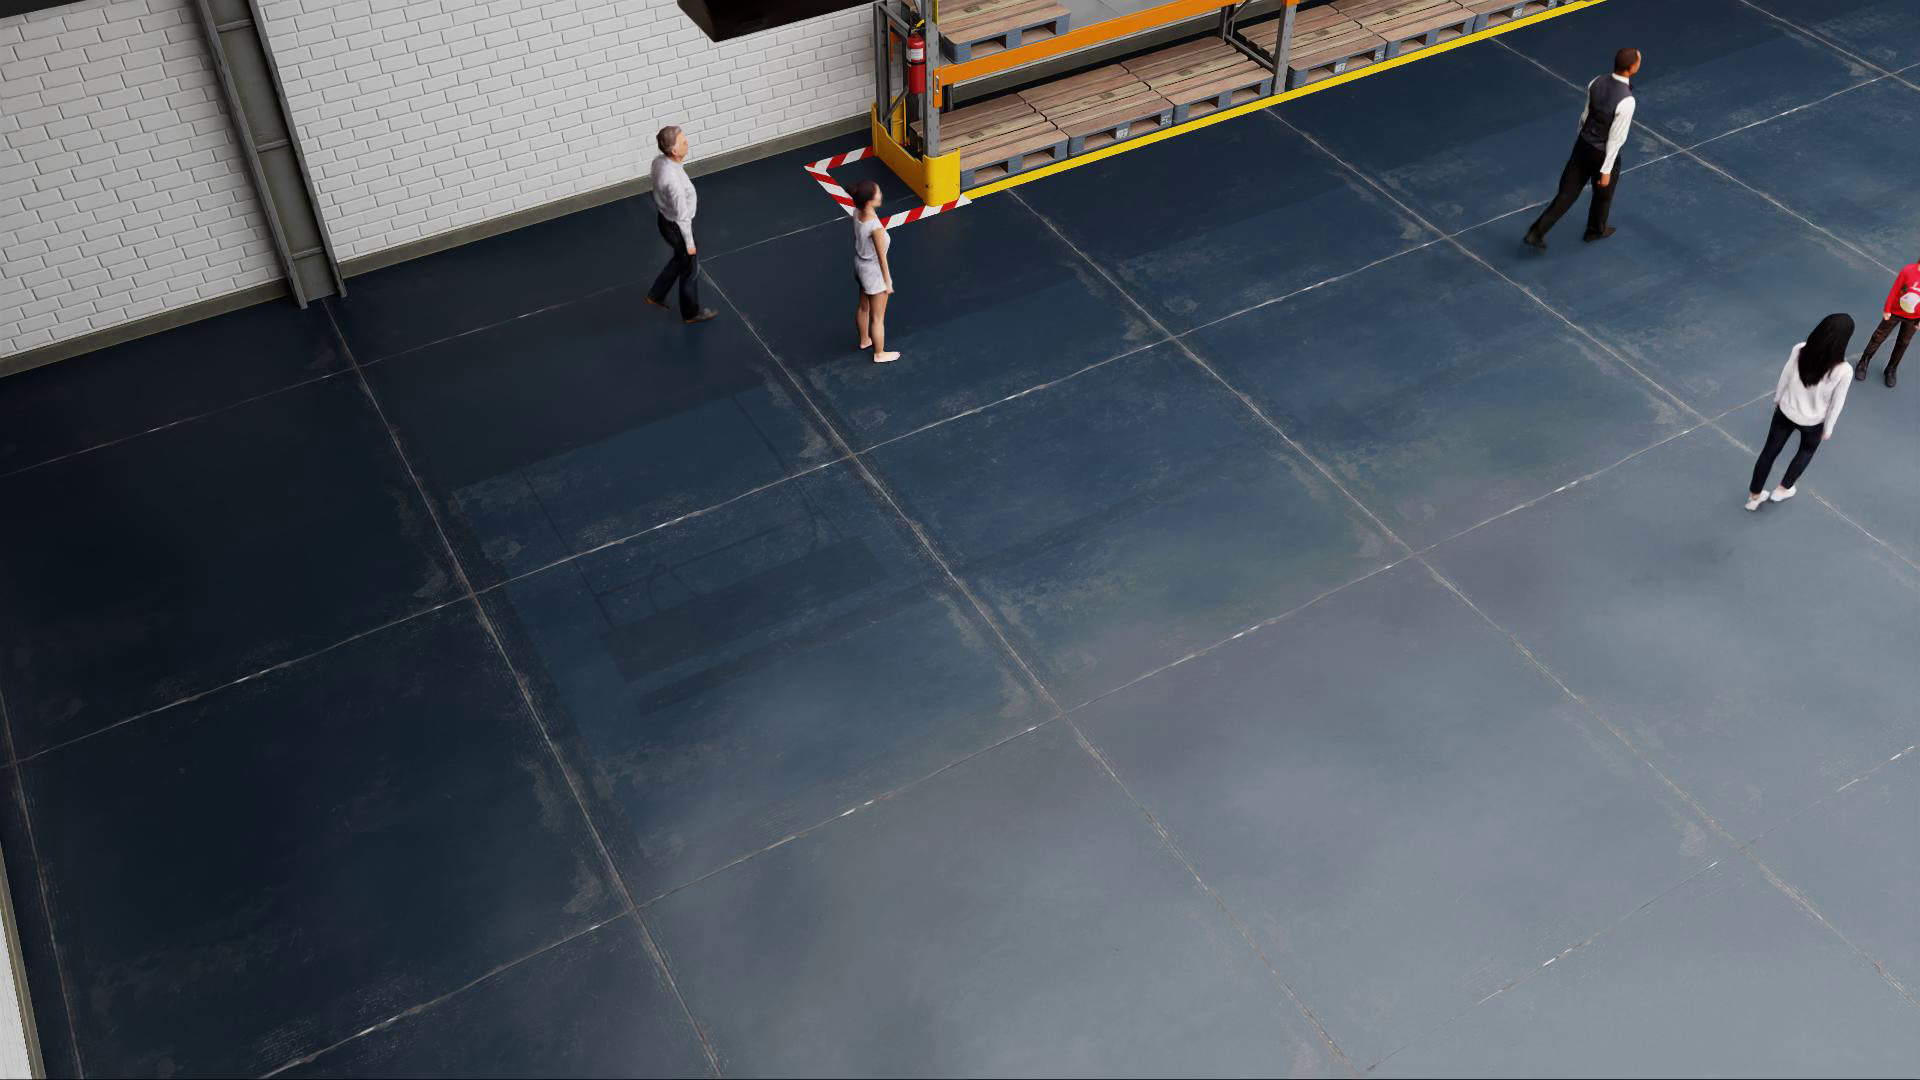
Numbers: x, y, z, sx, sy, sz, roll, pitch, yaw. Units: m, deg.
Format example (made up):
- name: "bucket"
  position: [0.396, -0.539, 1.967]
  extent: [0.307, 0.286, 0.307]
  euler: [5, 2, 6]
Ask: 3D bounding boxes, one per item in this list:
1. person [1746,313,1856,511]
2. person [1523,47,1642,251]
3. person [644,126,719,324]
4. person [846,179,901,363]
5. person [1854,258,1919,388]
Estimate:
- name: "person"
  position: [5.889, -0.856, 11.740]
  extent: [0.708, 1.692, 0.697]
  euler: [-31, 52, -29]
- name: "person"
  position: [5.324, -3.267, 14.130]
  extent: [1.244, 1.887, 0.762]
  euler: [-18, 47, -18]
- name: "person"
  position: [-2.344, -2.508, 13.389]
  extent: [0.825, 1.810, 0.695]
  euler: [-18, 46, -18]
- name: "person"
  position: [-0.701, -2.133, 13.143]
  extent: [0.541, 1.606, 0.563]
  euler: [-23, 48, -22]
- name: "person"
  position: [7.407, -1.790, 13.018]
  extent: [0.565, 1.281, 0.613]
  euler: [16, 46, 16]
